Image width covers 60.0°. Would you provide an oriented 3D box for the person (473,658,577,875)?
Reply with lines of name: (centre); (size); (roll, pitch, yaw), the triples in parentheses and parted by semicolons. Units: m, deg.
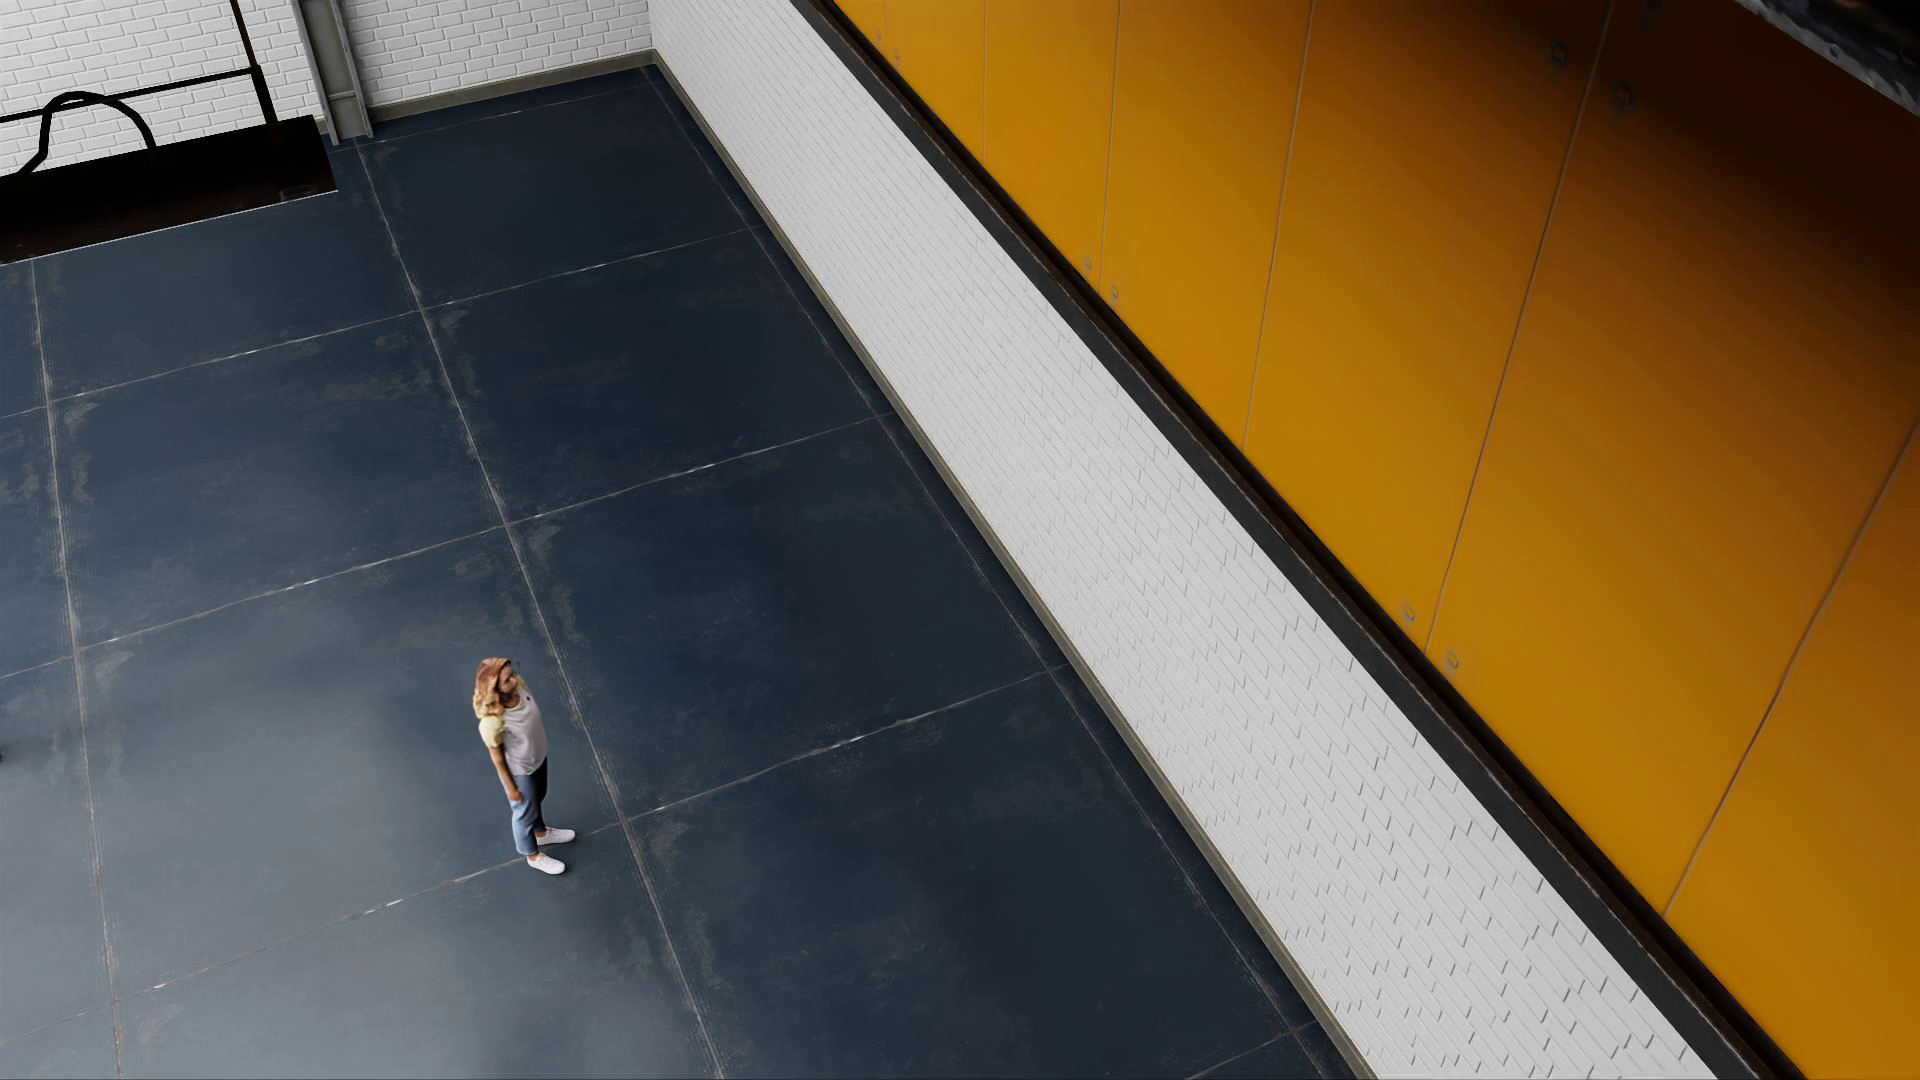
person: (-2.551, 1.292, 9.652); (0.719, 1.723, 0.711); (4, 44, 4)
